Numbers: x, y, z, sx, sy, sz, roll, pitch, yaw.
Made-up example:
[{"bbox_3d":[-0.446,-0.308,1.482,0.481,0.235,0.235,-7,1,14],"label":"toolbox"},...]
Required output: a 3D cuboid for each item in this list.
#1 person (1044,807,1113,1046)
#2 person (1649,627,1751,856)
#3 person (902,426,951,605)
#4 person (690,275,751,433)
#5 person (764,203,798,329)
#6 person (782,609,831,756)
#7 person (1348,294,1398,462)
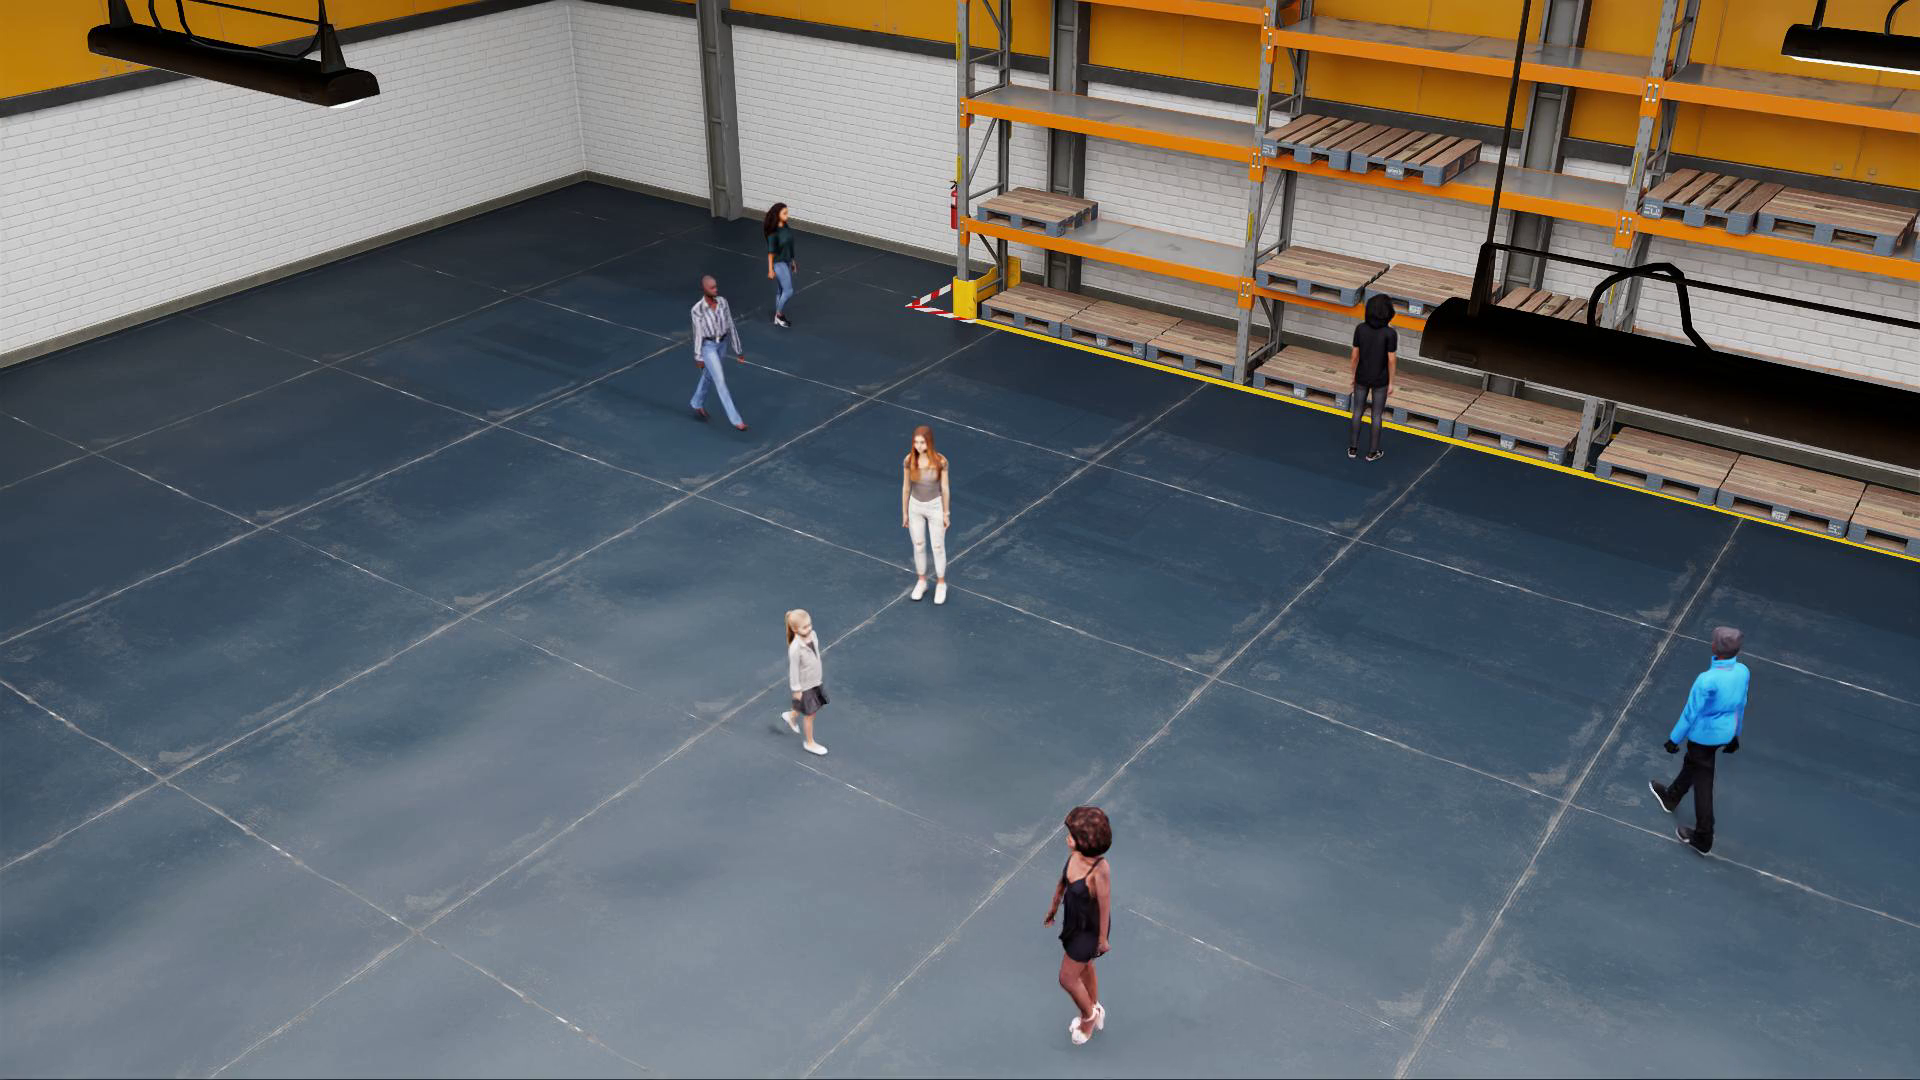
[{"bbox_3d":[0.840,2.338,10.153,0.749,1.776,0.686,-9,30,-16],"label":"person"},{"bbox_3d":[5.379,1.457,11.777,0.931,1.766,1.087,-13,31,-22],"label":"person"},{"bbox_3d":[-0.293,-0.254,14.967,0.588,1.716,0.720,6,29,11],"label":"person"},{"bbox_3d":[-2.767,-2.057,18.258,1.241,1.730,0.691,22,35,34],"label":"person"},{"bbox_3d":[-2.316,-3.479,20.993,0.669,1.605,0.644,12,31,20],"label":"person"},{"bbox_3d":[-1.244,1.082,12.990,0.700,1.264,0.553,15,32,25],"label":"person"},{"bbox_3d":[4.338,-1.721,17.529,0.483,1.837,0.713,16,32,26],"label":"person"}]
